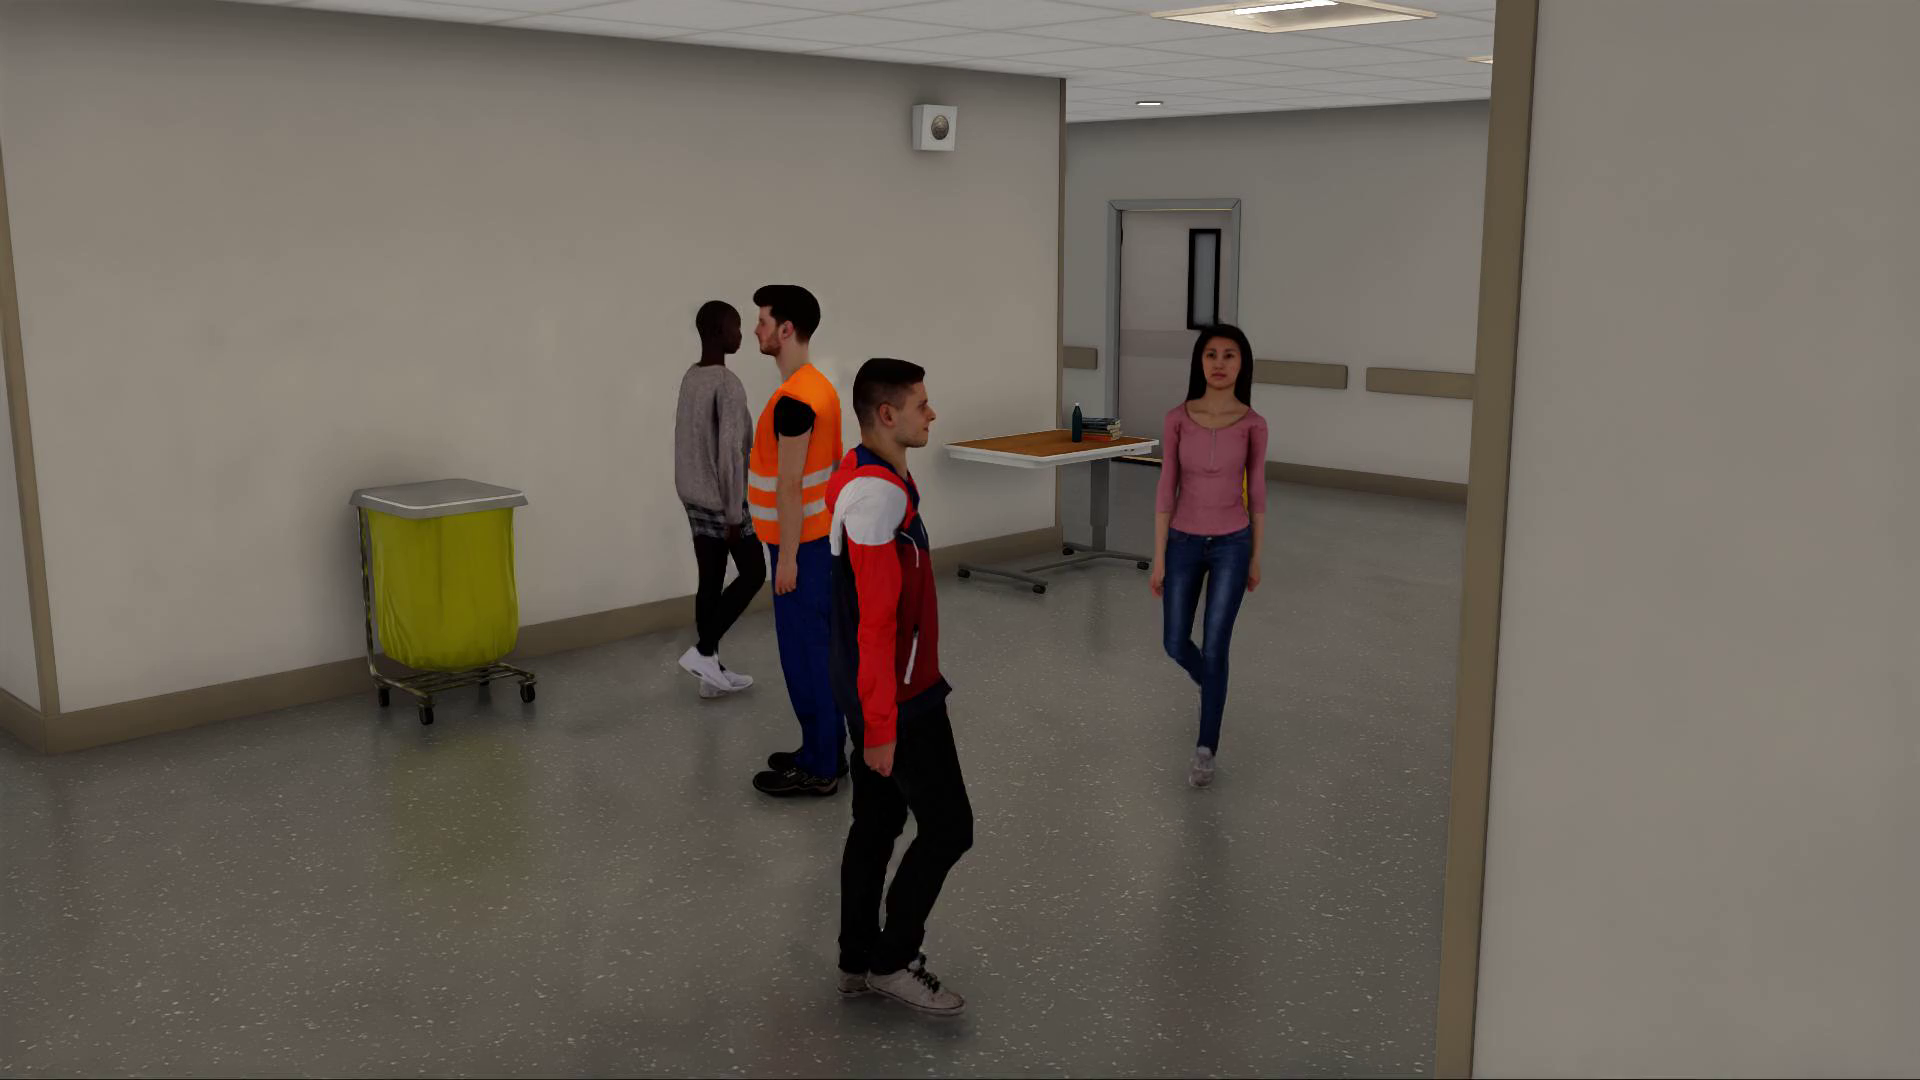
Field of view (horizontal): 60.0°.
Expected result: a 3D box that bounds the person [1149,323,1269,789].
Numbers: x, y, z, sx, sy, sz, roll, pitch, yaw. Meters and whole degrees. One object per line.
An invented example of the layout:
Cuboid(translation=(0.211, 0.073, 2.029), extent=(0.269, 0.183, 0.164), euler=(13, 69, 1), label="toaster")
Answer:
Cuboid(translation=(0.962, 0.038, 6.390), extent=(0.947, 1.727, 0.915), euler=(3, 11, 14), label="person")

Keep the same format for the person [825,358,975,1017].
Cuboid(translation=(-0.274, 0.403, 4.409), extent=(0.825, 1.750, 0.757), euler=(-1, 11, -3), label="person")

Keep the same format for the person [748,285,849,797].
Cuboid(translation=(-0.576, 0.003, 6.163), extent=(0.836, 1.880, 0.773), euler=(0, 11, -1), label="person")

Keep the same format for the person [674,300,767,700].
Cuboid(translation=(-1.150, -0.153, 7.311), extent=(0.673, 1.760, 0.643), euler=(-9, 14, -40), label="person")
